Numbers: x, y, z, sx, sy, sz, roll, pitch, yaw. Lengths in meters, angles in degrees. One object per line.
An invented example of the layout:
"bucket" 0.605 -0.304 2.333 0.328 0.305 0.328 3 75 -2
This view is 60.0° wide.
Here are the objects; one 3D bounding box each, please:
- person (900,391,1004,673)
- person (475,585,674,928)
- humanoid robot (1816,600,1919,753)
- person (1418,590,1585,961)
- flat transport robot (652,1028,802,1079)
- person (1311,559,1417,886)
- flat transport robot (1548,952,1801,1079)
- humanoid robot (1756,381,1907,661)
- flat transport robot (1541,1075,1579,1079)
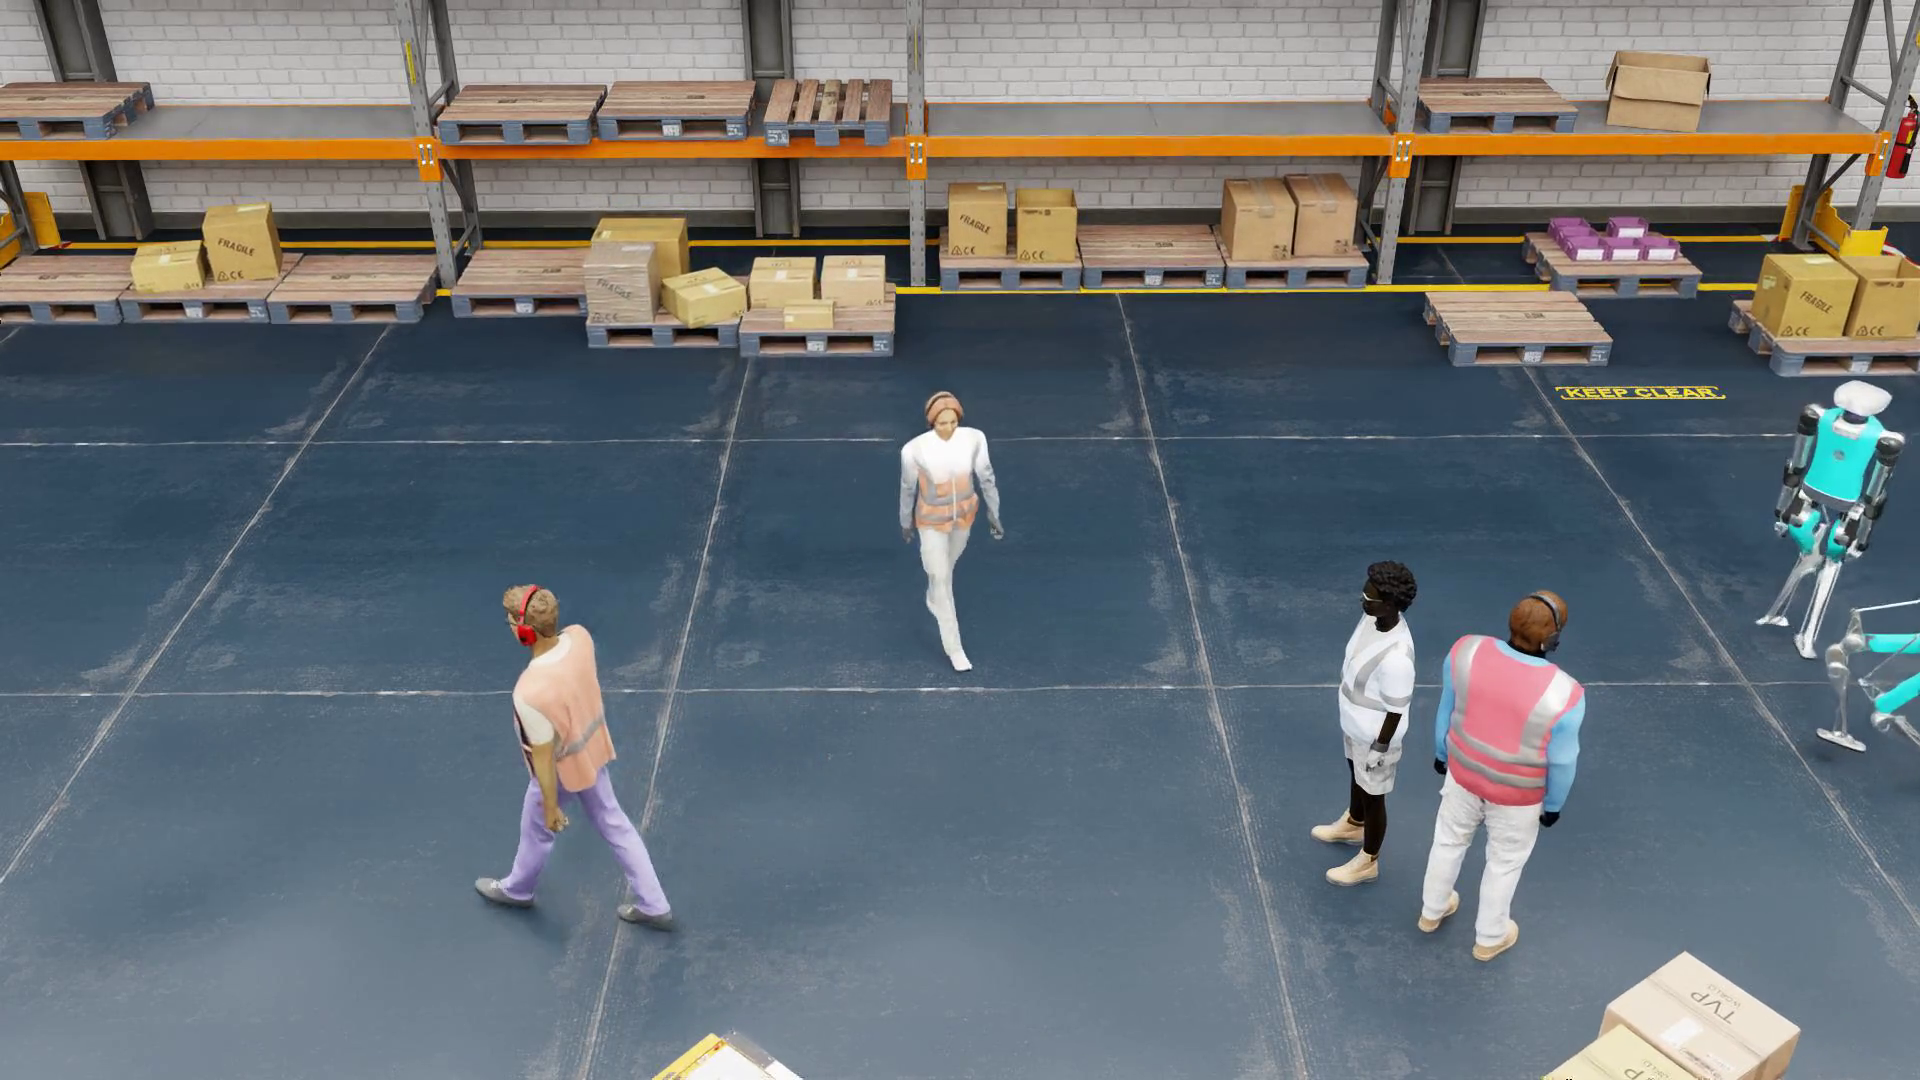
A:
"person" -0.050 -0.082 9.252 0.527 1.592 0.850 -13 33 -21
"person" -1.754 0.968 7.320 0.988 1.788 0.587 10 32 16
"humanoid robot" 4.722 0.463 8.231 1.016 1.727 0.535 15 34 23
"person" 2.338 1.016 7.207 0.629 1.836 0.431 26 40 36
"flat transport robot" -0.712 2.422 6.378 1.431 0.231 0.659 24 38 34
"person" 1.876 0.834 7.634 0.315 1.695 0.539 -1 31 -1
"flat transport robot" 2.770 2.523 6.210 1.431 0.231 0.659 -20 36 -30
"humanoid robot" 4.856 -0.129 9.214 0.815 1.781 0.551 -26 40 -36
"flat transport robot" 2.315 2.884 5.610 1.431 0.231 0.659 5 31 8
